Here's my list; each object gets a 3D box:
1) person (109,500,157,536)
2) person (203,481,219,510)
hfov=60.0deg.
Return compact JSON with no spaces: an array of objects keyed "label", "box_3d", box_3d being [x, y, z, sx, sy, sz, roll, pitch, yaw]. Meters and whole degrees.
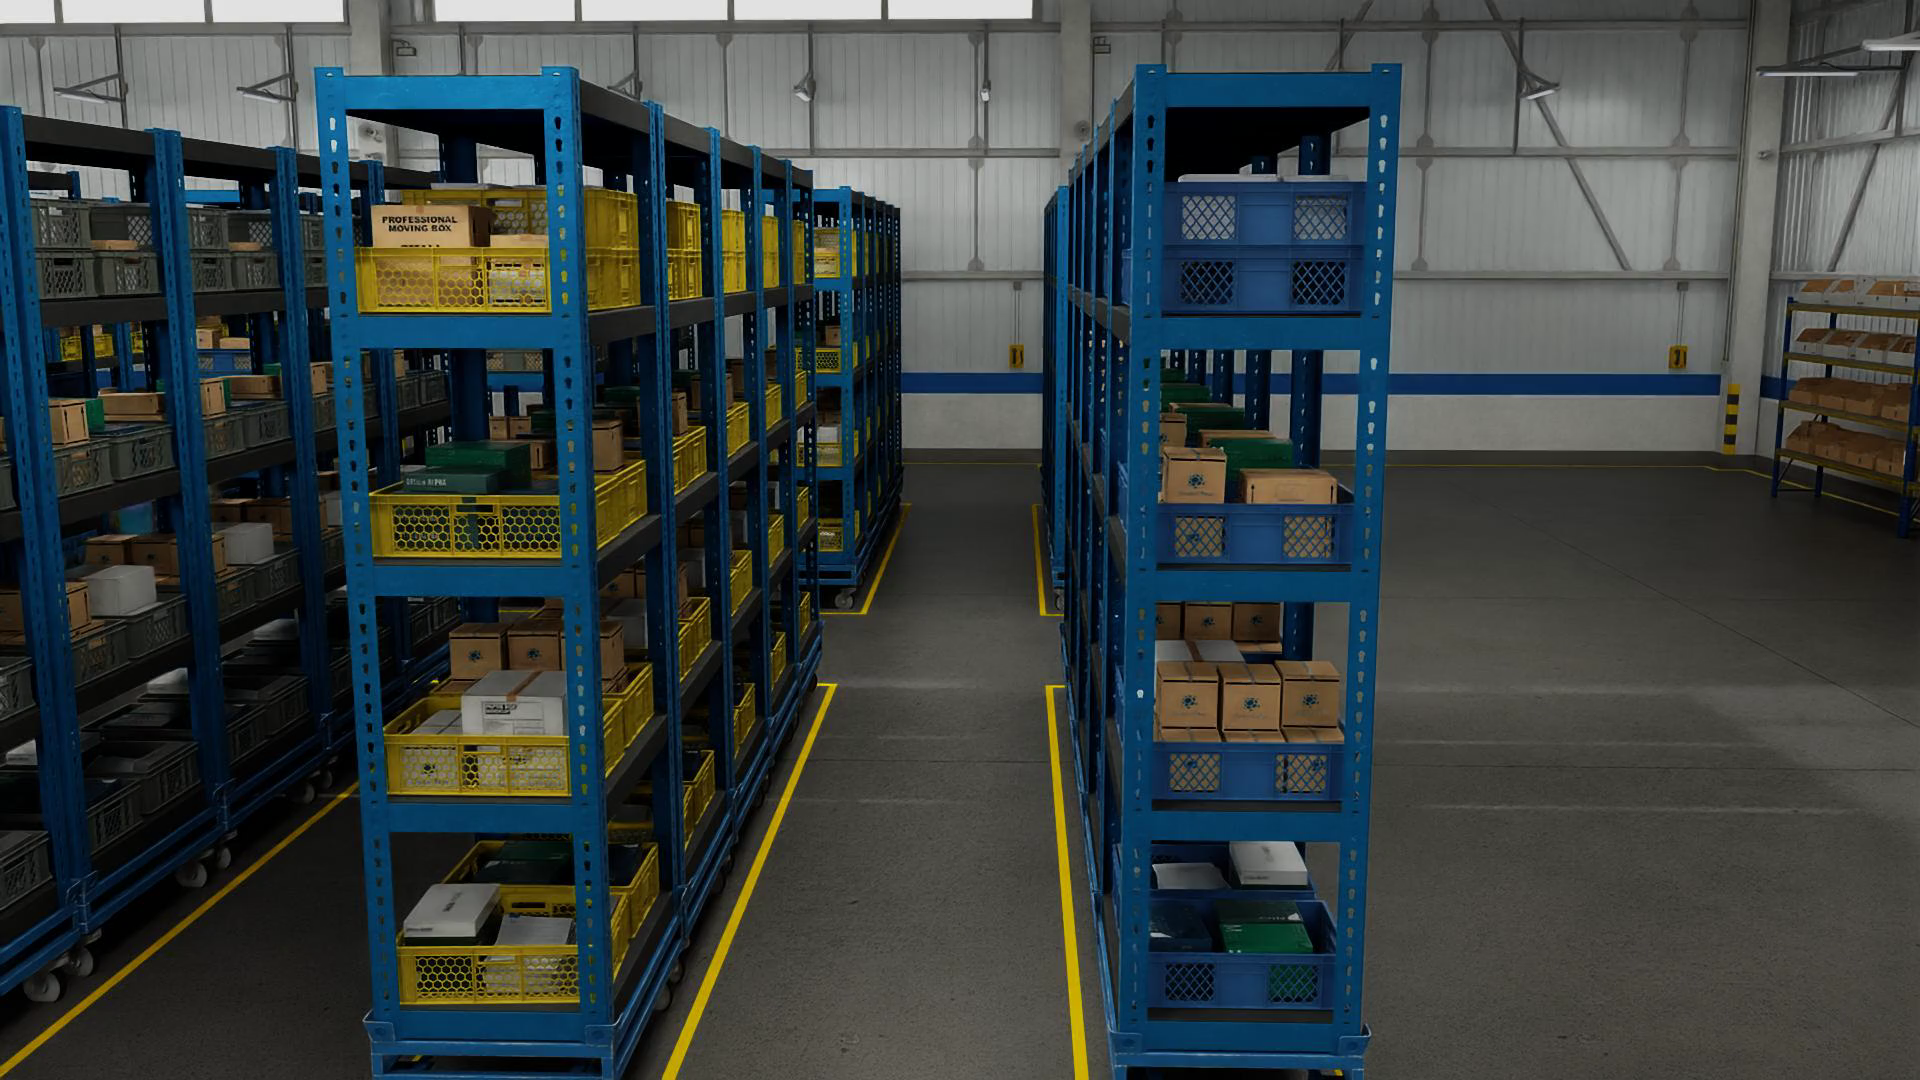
[{"label":"person","box_3d":[-6.867,-0.231,13.810,0.438,1.832,0.578,0,10,1]},{"label":"person","box_3d":[-7.620,-0.792,16.813,0.506,1.958,0.792,-7,12,-34]}]
